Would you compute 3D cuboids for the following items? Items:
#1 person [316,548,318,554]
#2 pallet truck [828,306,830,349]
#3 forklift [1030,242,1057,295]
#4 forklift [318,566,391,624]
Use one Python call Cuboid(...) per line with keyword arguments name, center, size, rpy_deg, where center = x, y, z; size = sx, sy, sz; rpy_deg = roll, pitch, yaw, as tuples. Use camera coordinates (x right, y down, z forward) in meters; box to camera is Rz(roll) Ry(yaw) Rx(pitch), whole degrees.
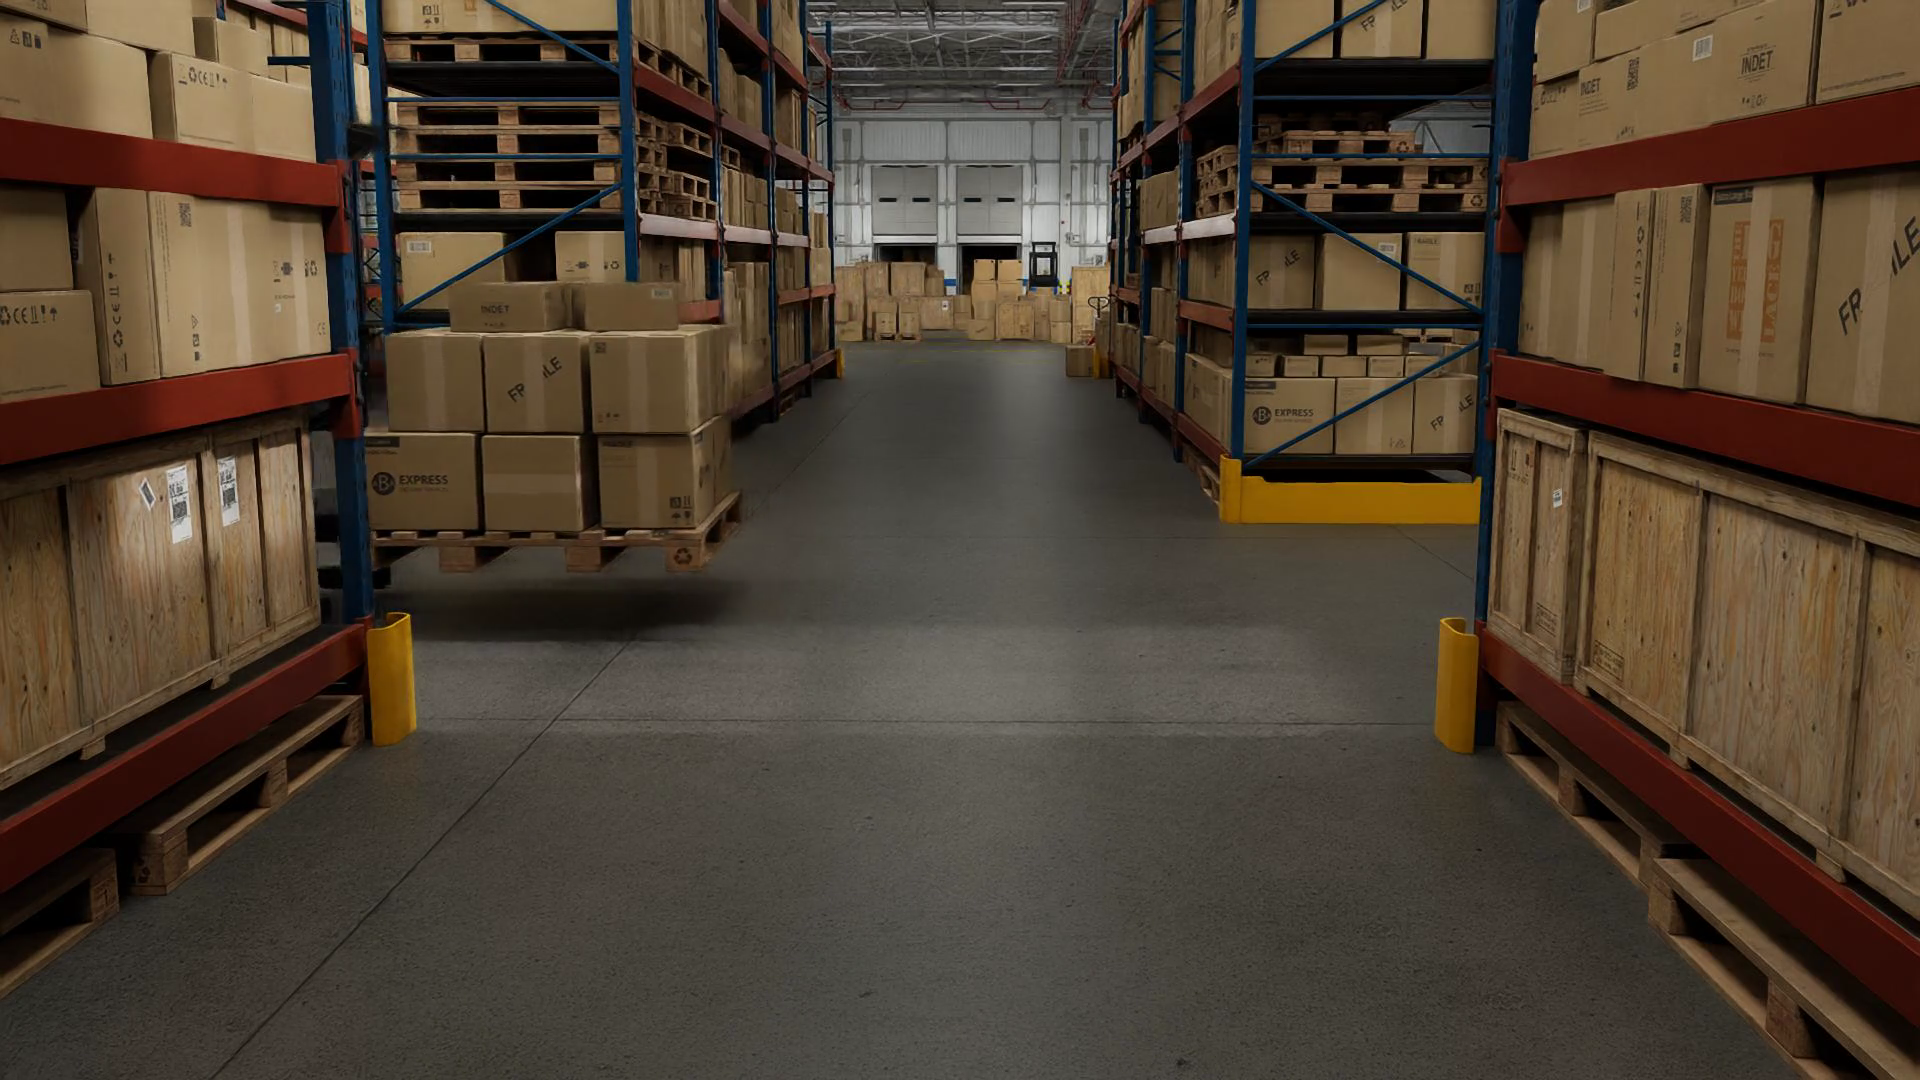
Cuboid(name="person", center=(-4.703, -0.715, 11.384), size=(0.532, 1.696, 0.319), rpy_deg=(3, 10, 18))
Cuboid(name="pallet truck", center=(-3.100, -3.940, 29.800), size=(1.885, 1.965, 0.823), rpy_deg=(3, 10, 19))
Cuboid(name="forklift", center=(3.230, -10.146, 64.339), size=(1.129, 2.768, 1.873), rpy_deg=(0, 9, 1))
Cuboid(name="forklift", center=(-4.436, -0.985, 9.462), size=(1.873, 2.768, 1.129), rpy_deg=(0, 9, 0))
